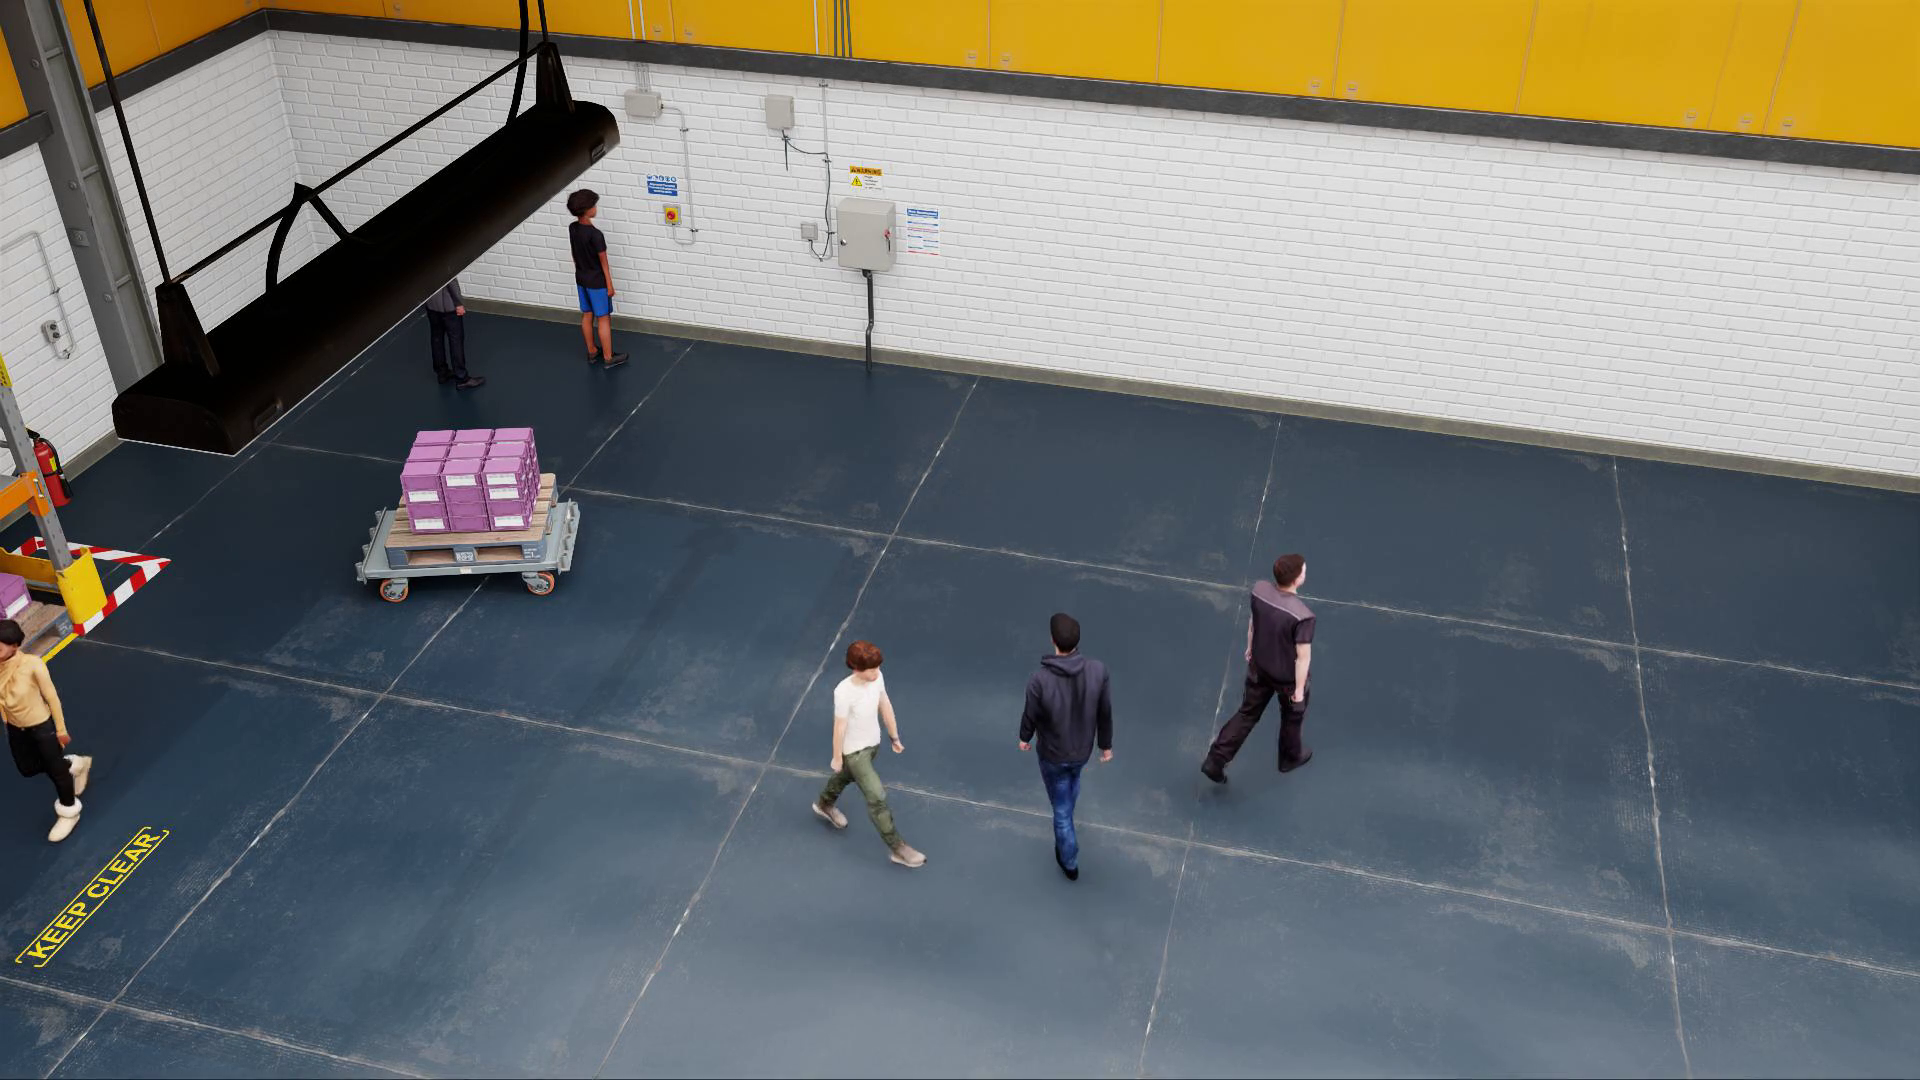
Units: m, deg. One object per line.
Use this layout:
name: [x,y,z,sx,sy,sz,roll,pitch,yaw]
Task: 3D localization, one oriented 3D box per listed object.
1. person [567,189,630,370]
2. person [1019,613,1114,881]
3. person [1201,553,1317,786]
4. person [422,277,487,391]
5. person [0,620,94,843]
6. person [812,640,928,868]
person: [-3.572,-2.537,16.152,0.682,1.794,0.662,22,39,29]
person: [0.683,1.347,10.249,1.003,1.860,1.129,-9,35,-14]
person: [2.026,0.893,10.967,1.266,1.820,1.159,-22,39,-29]
person: [-4.925,-2.320,15.783,0.797,1.839,0.720,21,39,28]
person: [-5.927,1.150,10.733,0.622,1.652,0.803,7,34,10]
person: [-0.697,1.291,10.562,0.909,1.606,1.173,21,39,28]
